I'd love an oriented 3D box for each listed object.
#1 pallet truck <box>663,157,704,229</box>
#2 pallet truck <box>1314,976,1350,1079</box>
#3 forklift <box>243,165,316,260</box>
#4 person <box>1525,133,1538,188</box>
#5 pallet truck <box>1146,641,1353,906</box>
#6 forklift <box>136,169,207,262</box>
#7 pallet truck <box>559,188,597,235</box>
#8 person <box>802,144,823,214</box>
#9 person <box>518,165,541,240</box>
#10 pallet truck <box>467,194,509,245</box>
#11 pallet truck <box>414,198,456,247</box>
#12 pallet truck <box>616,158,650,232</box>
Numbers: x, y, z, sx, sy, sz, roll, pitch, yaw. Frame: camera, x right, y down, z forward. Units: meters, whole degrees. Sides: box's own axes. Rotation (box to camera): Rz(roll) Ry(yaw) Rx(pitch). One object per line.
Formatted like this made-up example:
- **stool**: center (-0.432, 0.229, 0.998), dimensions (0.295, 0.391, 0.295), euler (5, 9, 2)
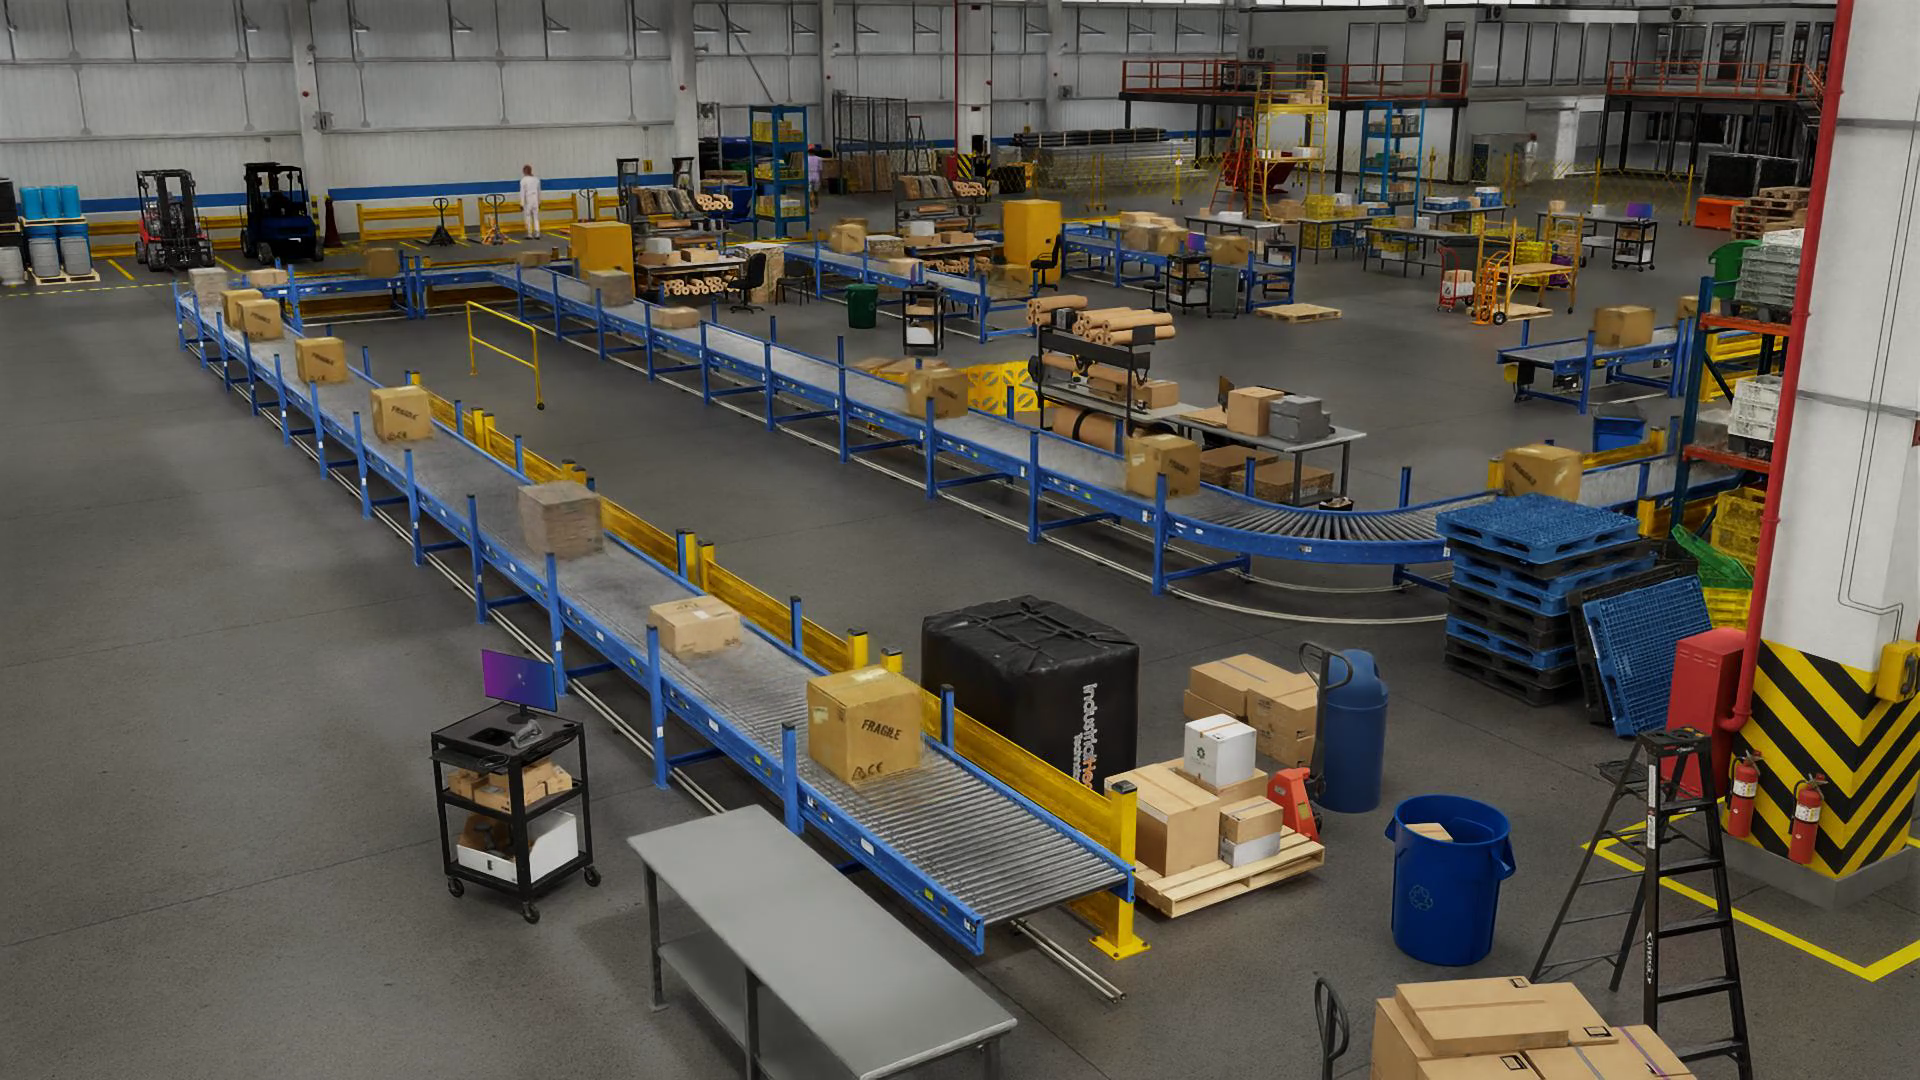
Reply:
- **pallet truck**: center (-7.586, -9.308, 44.692), dimensions (0.823, 1.965, 1.885), euler (-11, 20, -33)
- **pallet truck**: center (2.299, 2.390, 7.086), dimensions (1.601, 1.201, 0.680), euler (-2, 17, -7)
- **forklift**: center (-15.898, -7.669, 38.708), dimensions (1.157, 1.987, 2.680), euler (-11, 20, -33)
- **person**: center (19.876, -13.182, 57.812), dimensions (0.489, 1.862, 0.613), euler (-5, 17, -16)
- **pallet truck**: center (1.664, 1.407, 10.232), dimensions (1.630, 1.274, 0.653), euler (-10, 20, -31)
- **forklift**: center (-17.842, -7.318, 37.559), dimensions (1.157, 1.987, 2.680), euler (-10, 20, -31)
- **pallet truck**: center (-10.010, -8.652, 43.699), dimensions (0.653, 1.274, 1.630), euler (-10, 20, -31)
- **person**: center (-4.358, -10.673, 49.166), dimensions (0.617, 2.042, 0.404), euler (-4, 17, -14)
- **person**: center (-11.070, -8.666, 42.726), dimensions (0.409, 1.910, 0.675), euler (12, 20, 35)
- **pallet truck**: center (-11.983, -8.177, 42.137), dimensions (0.704, 1.261, 1.522), euler (-11, 20, -33)
- **pallet truck**: center (-13.250, -8.060, 41.856), dimensions (0.680, 1.201, 1.601), euler (-10, 20, -31)
- **pallet truck**: center (-8.918, -9.176, 44.255), dimensions (0.823, 1.965, 1.885), euler (-9, 19, -27)
